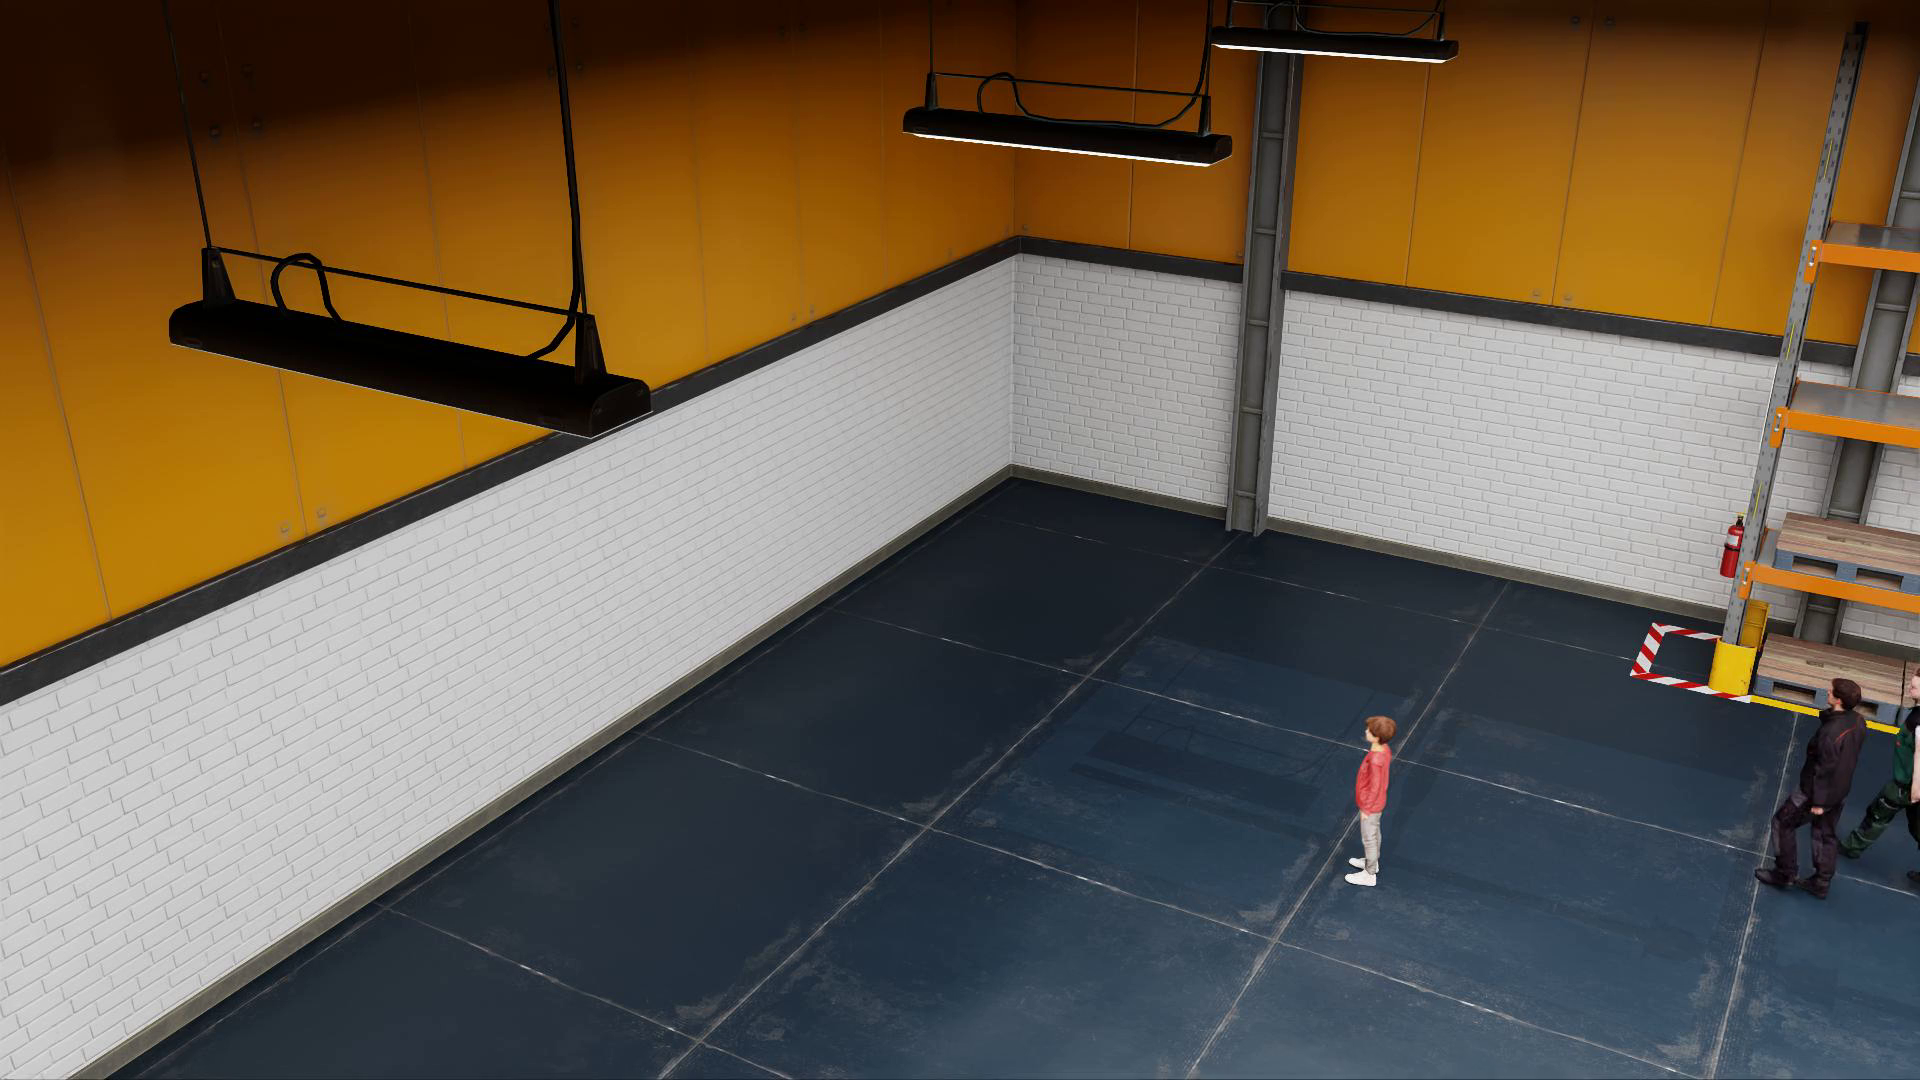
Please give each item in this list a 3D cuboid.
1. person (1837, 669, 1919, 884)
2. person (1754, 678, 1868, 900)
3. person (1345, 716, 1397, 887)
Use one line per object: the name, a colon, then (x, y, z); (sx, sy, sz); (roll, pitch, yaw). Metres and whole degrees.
person: (7.323, 1.845, 12.606); (0.908, 1.786, 1.226); (-19, 30, -36)
person: (6.544, 1.896, 12.441); (0.858, 1.824, 0.878); (-16, 28, -32)
person: (3.168, 1.985, 12.746); (0.497, 1.416, 0.543); (9, 25, 21)
